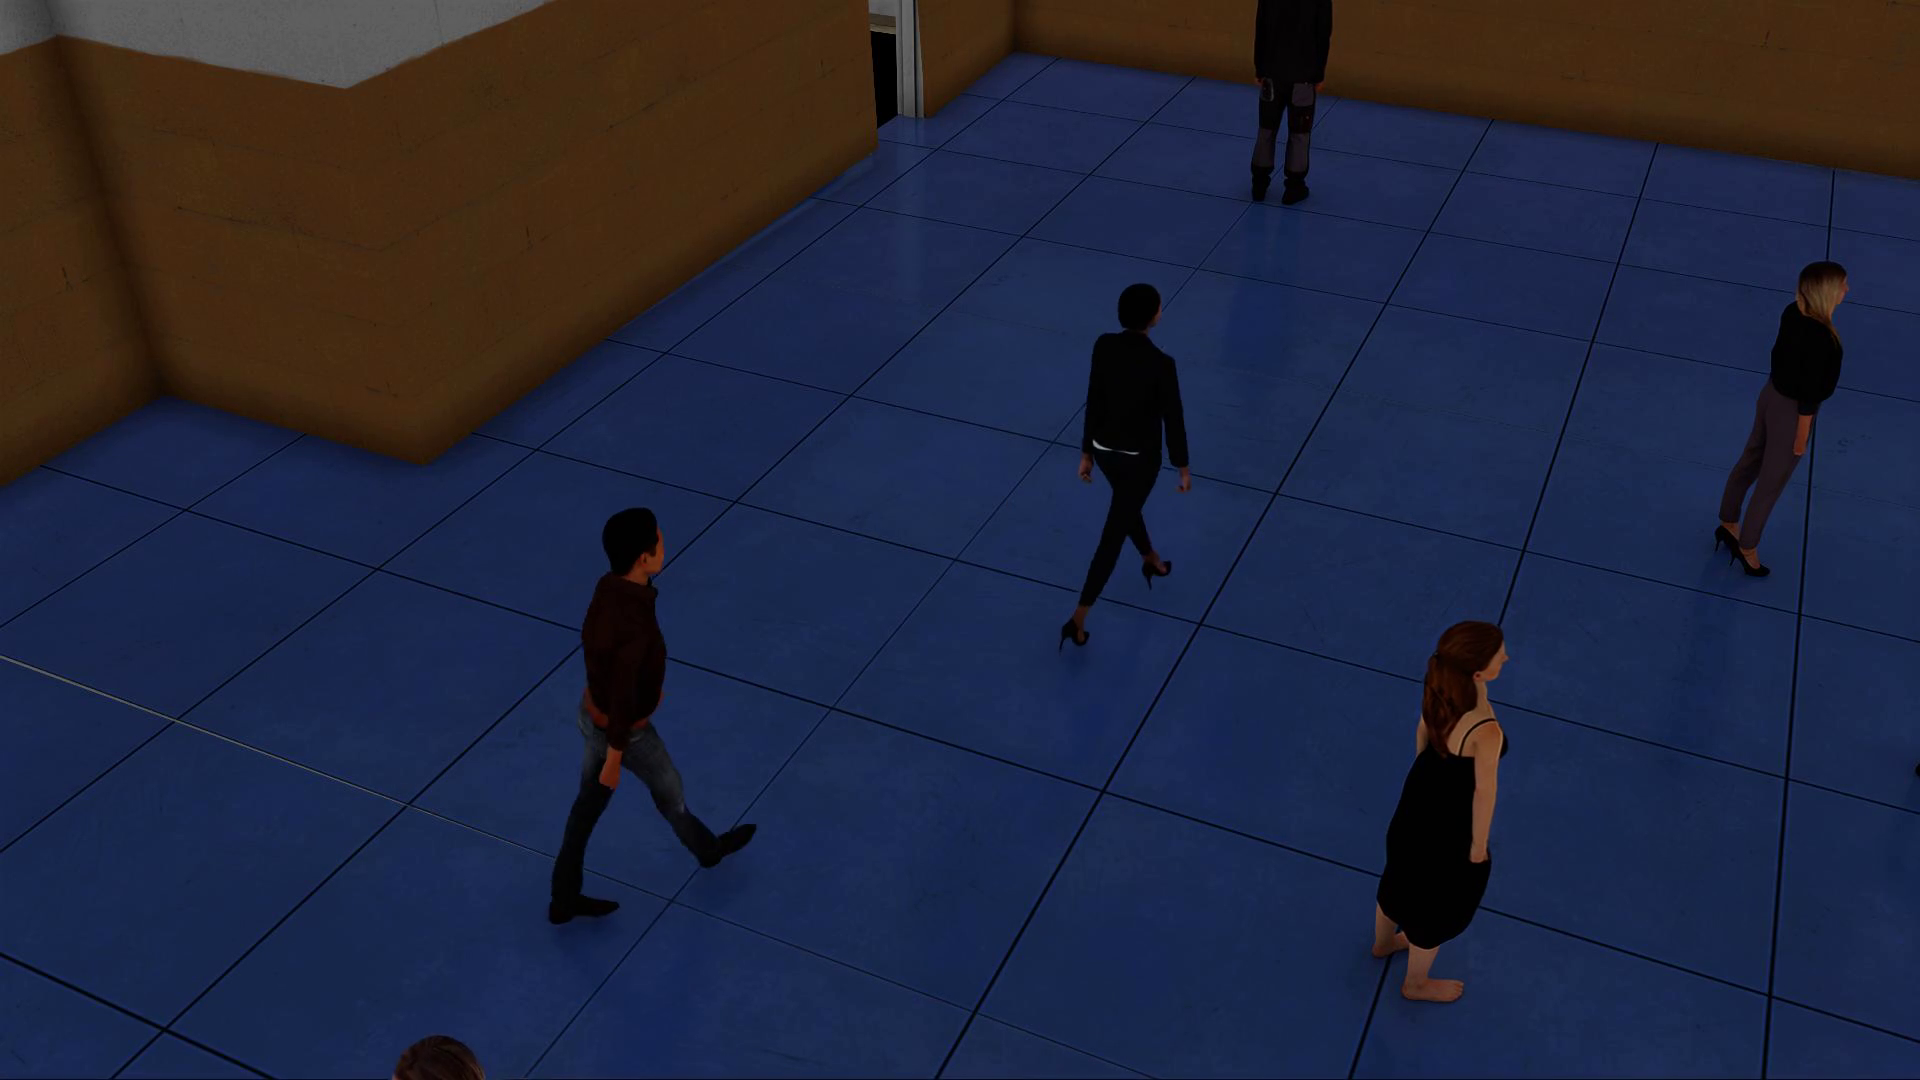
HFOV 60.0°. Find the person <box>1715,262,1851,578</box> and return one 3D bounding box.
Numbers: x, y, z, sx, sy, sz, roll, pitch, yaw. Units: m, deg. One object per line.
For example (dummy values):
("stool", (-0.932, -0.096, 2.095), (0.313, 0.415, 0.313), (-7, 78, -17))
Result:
("person", (4.035, -0.596, 8.181), (0.651, 1.672, 0.665), (1, 34, 1))

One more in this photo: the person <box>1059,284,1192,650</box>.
("person", (0.711, -0.268, 7.594), (1.147, 1.774, 0.895), (25, 41, 33))

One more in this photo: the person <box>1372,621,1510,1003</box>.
("person", (1.706, 0.952, 5.897), (0.728, 1.624, 0.676), (-9, 35, -14))

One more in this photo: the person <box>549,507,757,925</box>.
("person", (-1.335, 0.745, 6.134), (1.144, 1.706, 1.147), (-11, 35, -17))

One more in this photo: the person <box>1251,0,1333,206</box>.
("person", (2.415, -3.435, 12.201), (0.528, 1.946, 0.761), (13, 36, 18))
